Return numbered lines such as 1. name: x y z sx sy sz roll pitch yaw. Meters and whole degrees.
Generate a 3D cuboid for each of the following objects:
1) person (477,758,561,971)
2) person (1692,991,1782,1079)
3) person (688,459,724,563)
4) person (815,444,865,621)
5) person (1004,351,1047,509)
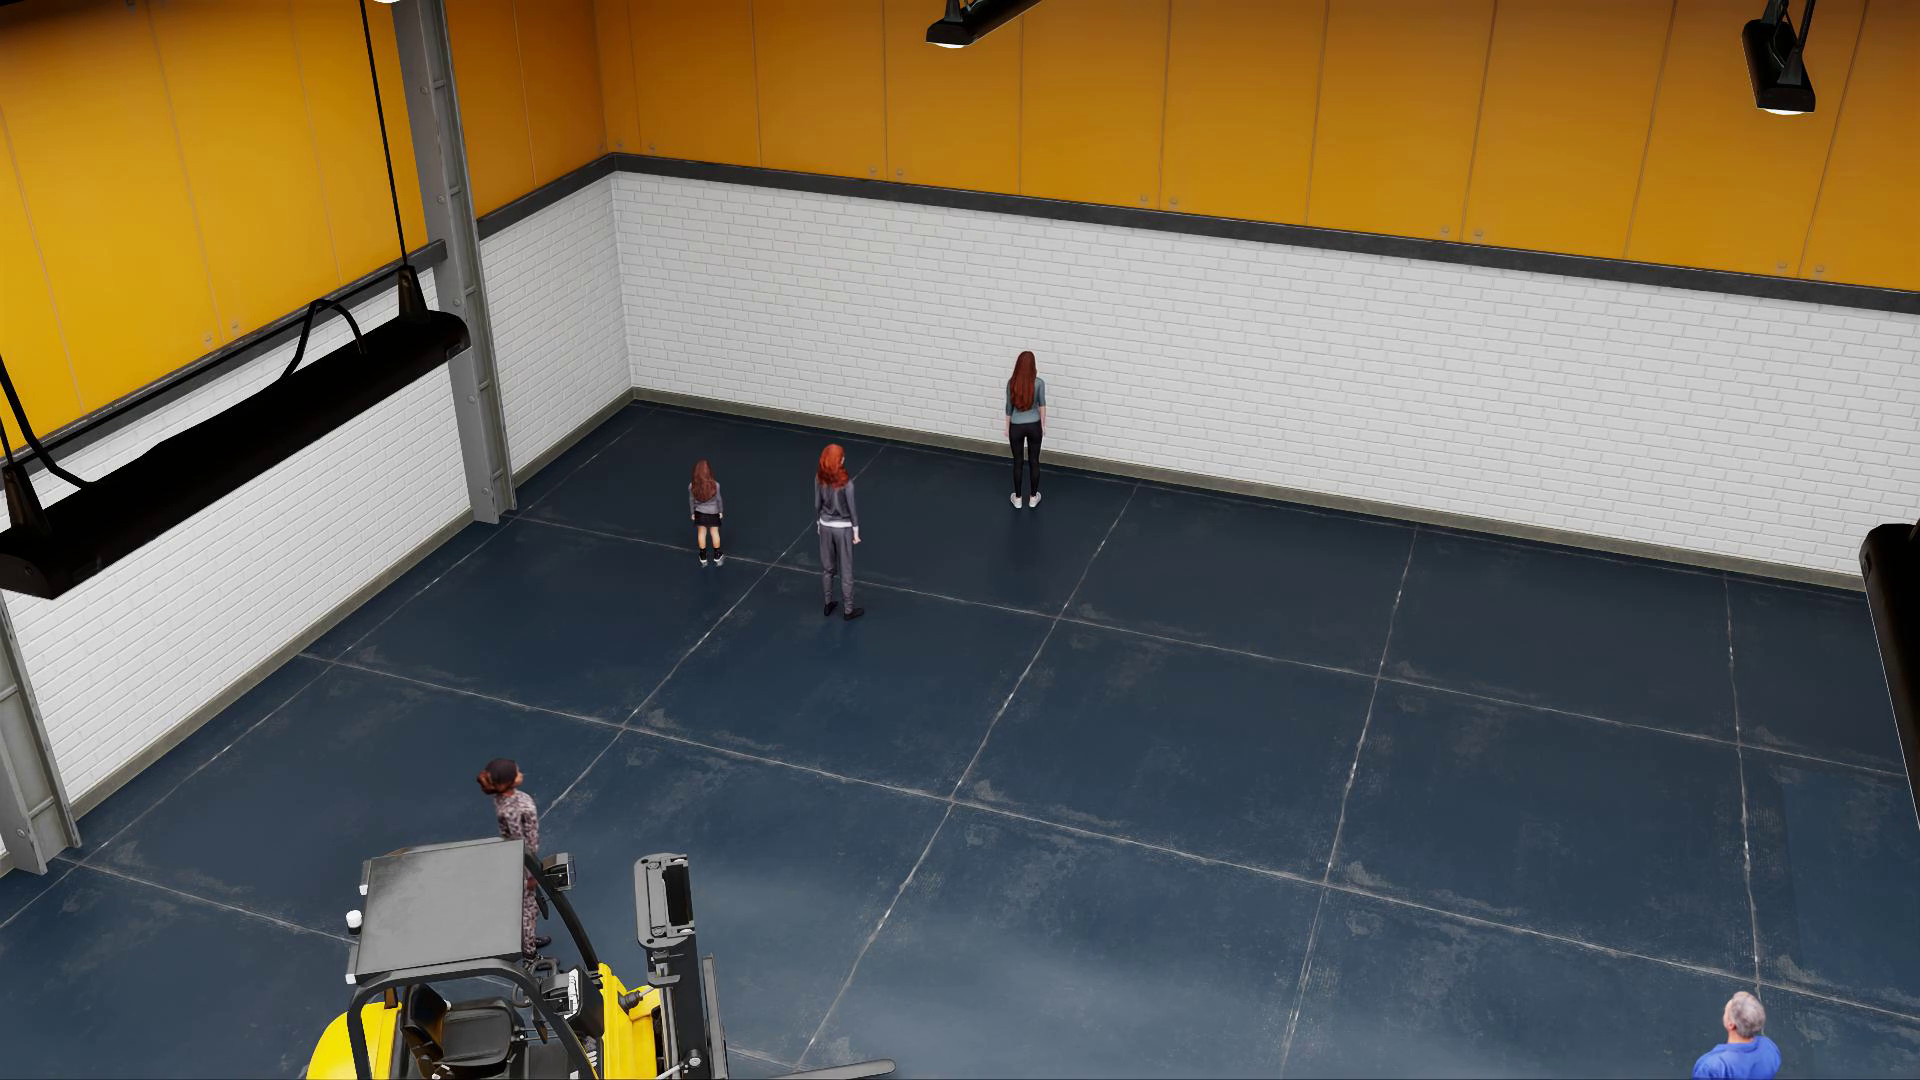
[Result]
1. person: -3.016 2.201 11.368 0.742 1.714 0.680 -12 31 -21
2. person: 4.218 3.286 9.262 0.777 1.825 0.824 -11 31 -20
3. person: -2.535 -0.301 16.589 0.534 1.106 0.546 -3 29 -5
4. person: -1.148 -0.083 15.486 0.608 1.779 0.531 14 32 24
5. person: 0.684 -1.165 17.508 0.655 1.742 0.635 0 29 0
